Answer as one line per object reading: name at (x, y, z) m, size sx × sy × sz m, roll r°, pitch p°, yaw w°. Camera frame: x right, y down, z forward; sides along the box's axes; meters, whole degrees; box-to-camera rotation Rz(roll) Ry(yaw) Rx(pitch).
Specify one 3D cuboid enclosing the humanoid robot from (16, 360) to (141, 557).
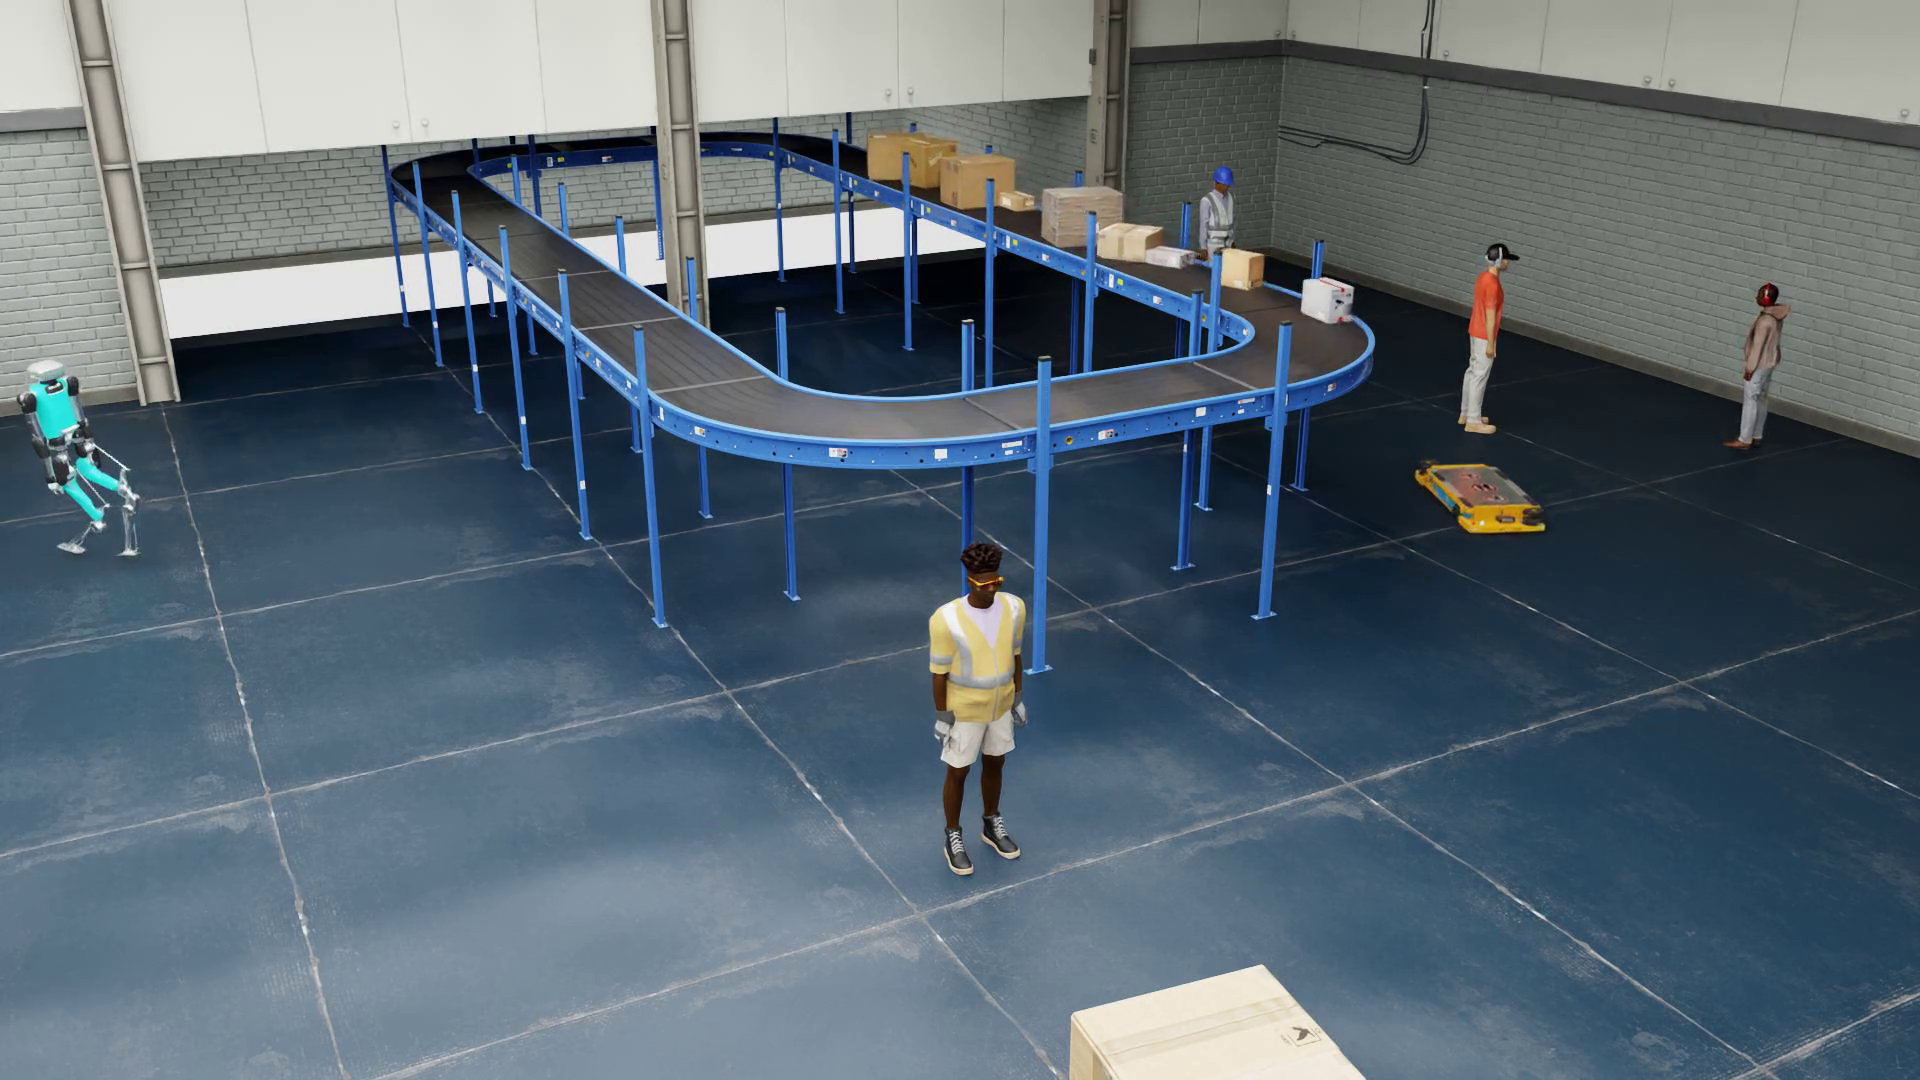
humanoid robot at (-7.011, -0.572, 13.384) m, size 1.044 × 1.747 × 0.557 m, roll 8°, pitch 23°, yaw 18°

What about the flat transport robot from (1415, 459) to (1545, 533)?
flat transport robot at (4.627, -0.396, 14.854) m, size 0.659 × 0.231 × 1.431 m, roll -2°, pitch 22°, yaw -4°

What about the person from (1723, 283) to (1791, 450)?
person at (7.796, -1.689, 16.209) m, size 0.465 × 1.647 × 0.329 m, roll -21°, pitch 30°, yaw -41°

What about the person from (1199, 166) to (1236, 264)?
person at (3.234, -3.716, 20.852) m, size 0.615 × 1.932 × 0.416 m, roll -18°, pitch 28°, yaw -37°

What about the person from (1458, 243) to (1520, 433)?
person at (5.318, -2.033, 16.713) m, size 0.405 × 1.910 × 0.482 m, roll 2°, pitch 22°, yaw 4°

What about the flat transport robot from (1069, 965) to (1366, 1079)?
flat transport robot at (1.106, 2.792, 6.974) m, size 1.431 × 0.231 × 0.659 m, roll -8°, pitch 23°, yaw -20°

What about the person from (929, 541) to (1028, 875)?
person at (0.114, 0.925, 9.329) m, size 0.605 × 1.965 × 0.368 m, roll -13°, pitch 25°, yaw -29°
